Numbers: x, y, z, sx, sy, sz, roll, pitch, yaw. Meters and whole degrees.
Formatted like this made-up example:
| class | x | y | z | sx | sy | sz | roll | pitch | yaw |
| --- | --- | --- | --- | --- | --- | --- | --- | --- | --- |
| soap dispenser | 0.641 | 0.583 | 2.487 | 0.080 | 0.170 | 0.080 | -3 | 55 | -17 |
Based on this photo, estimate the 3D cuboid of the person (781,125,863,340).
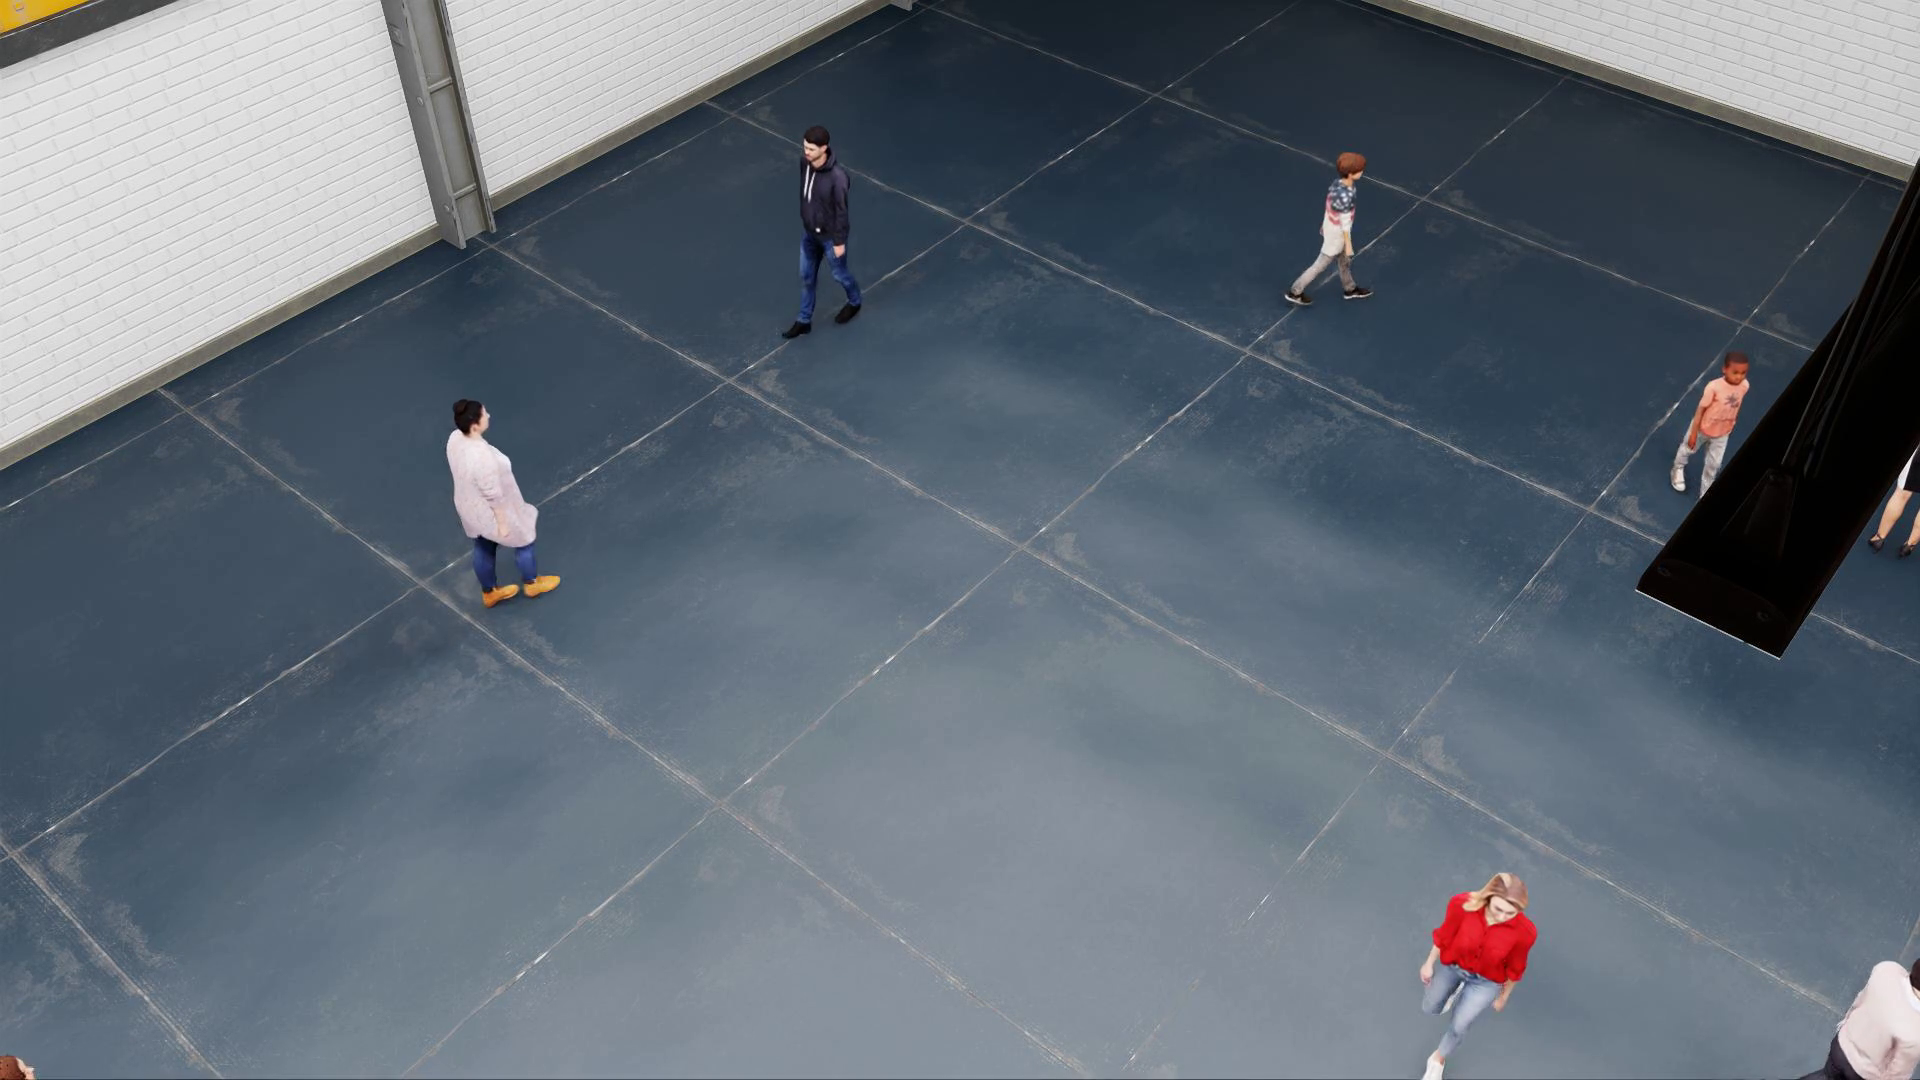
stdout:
| class | x | y | z | sx | sy | sz | roll | pitch | yaw |
| --- | --- | --- | --- | --- | --- | --- | --- | --- | --- |
| person | -1.003 | -2.491 | 13.268 | 0.727 | 1.858 | 1.015 | 34 | 53 | 30 |

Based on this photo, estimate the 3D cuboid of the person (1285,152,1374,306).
| class | x | y | z | sx | sy | sz | roll | pitch | yaw |
| --- | --- | --- | --- | --- | --- | --- | --- | --- | --- |
| person | 3.017 | -2.515 | 13.620 | 0.981 | 1.407 | 0.963 | 0 | 44 | 0 |

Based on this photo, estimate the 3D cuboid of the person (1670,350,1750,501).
| class | x | y | z | sx | sy | sz | roll | pitch | yaw |
| --- | --- | --- | --- | --- | --- | --- | --- | --- | --- |
| person | 5.385 | -0.864 | 11.976 | 0.803 | 1.285 | 0.902 | 0 | 44 | 0 |

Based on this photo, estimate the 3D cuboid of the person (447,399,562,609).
| class | x | y | z | sx | sy | sz | roll | pitch | yaw |
| --- | --- | --- | --- | --- | --- | --- | --- | --- | --- |
| person | -3.176 | -0.190 | 10.946 | 0.807 | 1.730 | 0.766 | -31 | 52 | -28 |

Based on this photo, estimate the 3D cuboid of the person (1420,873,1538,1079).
| class | x | y | z | sx | sy | sz | roll | pitch | yaw |
| --- | --- | --- | --- | --- | --- | --- | --- | --- | --- |
| person | 2.614 | 2.160 | 8.502 | 0.725 | 1.698 | 0.901 | 20 | 47 | 20 |
